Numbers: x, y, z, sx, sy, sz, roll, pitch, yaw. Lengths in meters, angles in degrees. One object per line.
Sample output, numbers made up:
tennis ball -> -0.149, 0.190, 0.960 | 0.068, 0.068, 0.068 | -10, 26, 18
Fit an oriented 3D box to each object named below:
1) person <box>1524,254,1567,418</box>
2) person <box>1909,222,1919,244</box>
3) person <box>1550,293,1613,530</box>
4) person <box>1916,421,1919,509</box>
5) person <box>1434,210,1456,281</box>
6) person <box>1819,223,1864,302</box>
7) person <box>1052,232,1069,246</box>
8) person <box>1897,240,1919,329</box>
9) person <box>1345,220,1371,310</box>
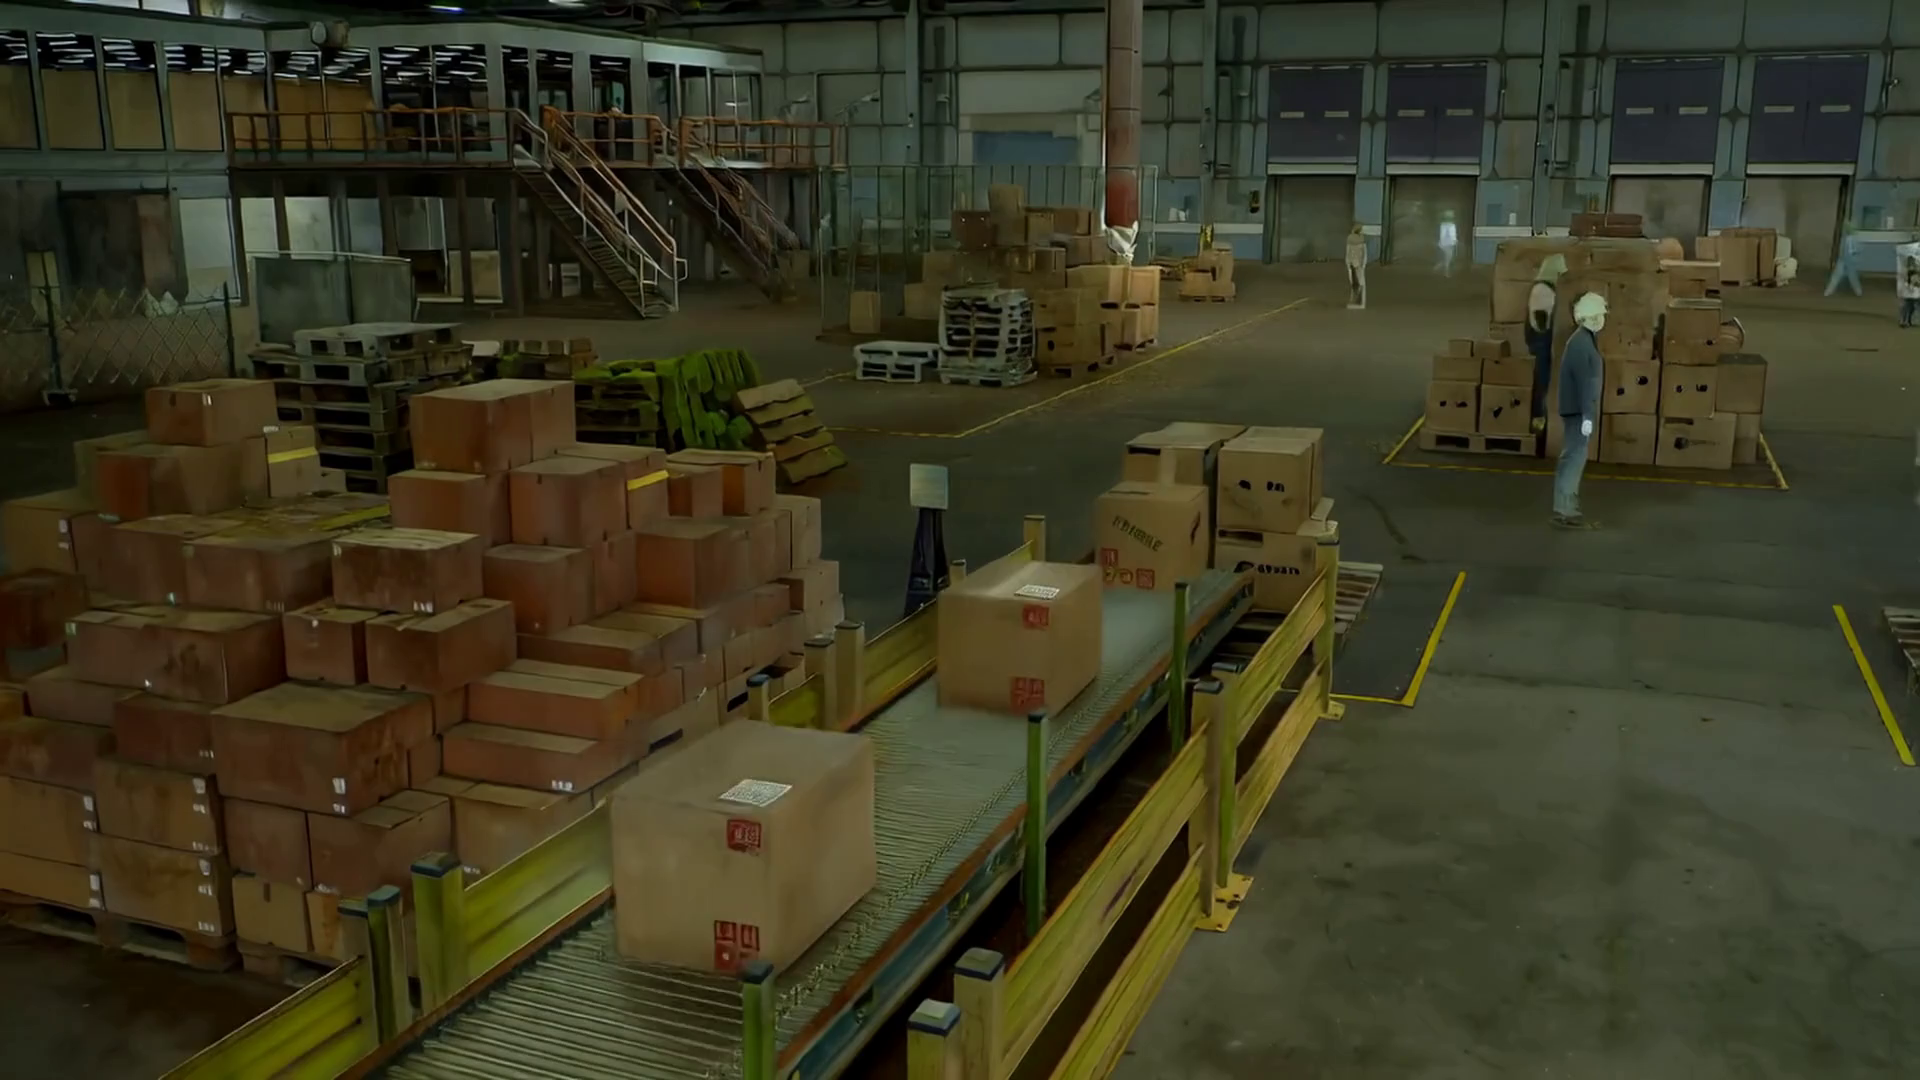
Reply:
person -> 7.034, -2.414, 19.915 | 0.536, 2.000, 0.711 | 5, 14, 23
person -> 23.370, -6.920, 40.792 | 0.290, 1.746, 0.487 | 10, 16, 38
person -> 5.253, -1.090, 14.077 | 0.381, 1.994, 0.622 | 1, 13, 6
person -> 7.541, -0.635, 12.603 | 0.582, 1.753, 0.529 | -9, 15, -34
person -> 13.228, -8.022, 45.298 | 0.622, 1.934, 0.594 | -11, 17, -41
person -> 20.425, -6.377, 38.271 | 0.630, 1.799, 0.972 | -8, 15, -33
person -> 1.823, -4.550, 29.797 | 0.874, 1.901, 0.577 | -2, 13, -7
person -> 18.268, -4.896, 31.848 | 0.533, 1.691, 0.322 | -8, 15, -32
person -> 8.620, -5.949, 36.055 | 0.391, 1.927, 0.643 | -8, 15, -33
